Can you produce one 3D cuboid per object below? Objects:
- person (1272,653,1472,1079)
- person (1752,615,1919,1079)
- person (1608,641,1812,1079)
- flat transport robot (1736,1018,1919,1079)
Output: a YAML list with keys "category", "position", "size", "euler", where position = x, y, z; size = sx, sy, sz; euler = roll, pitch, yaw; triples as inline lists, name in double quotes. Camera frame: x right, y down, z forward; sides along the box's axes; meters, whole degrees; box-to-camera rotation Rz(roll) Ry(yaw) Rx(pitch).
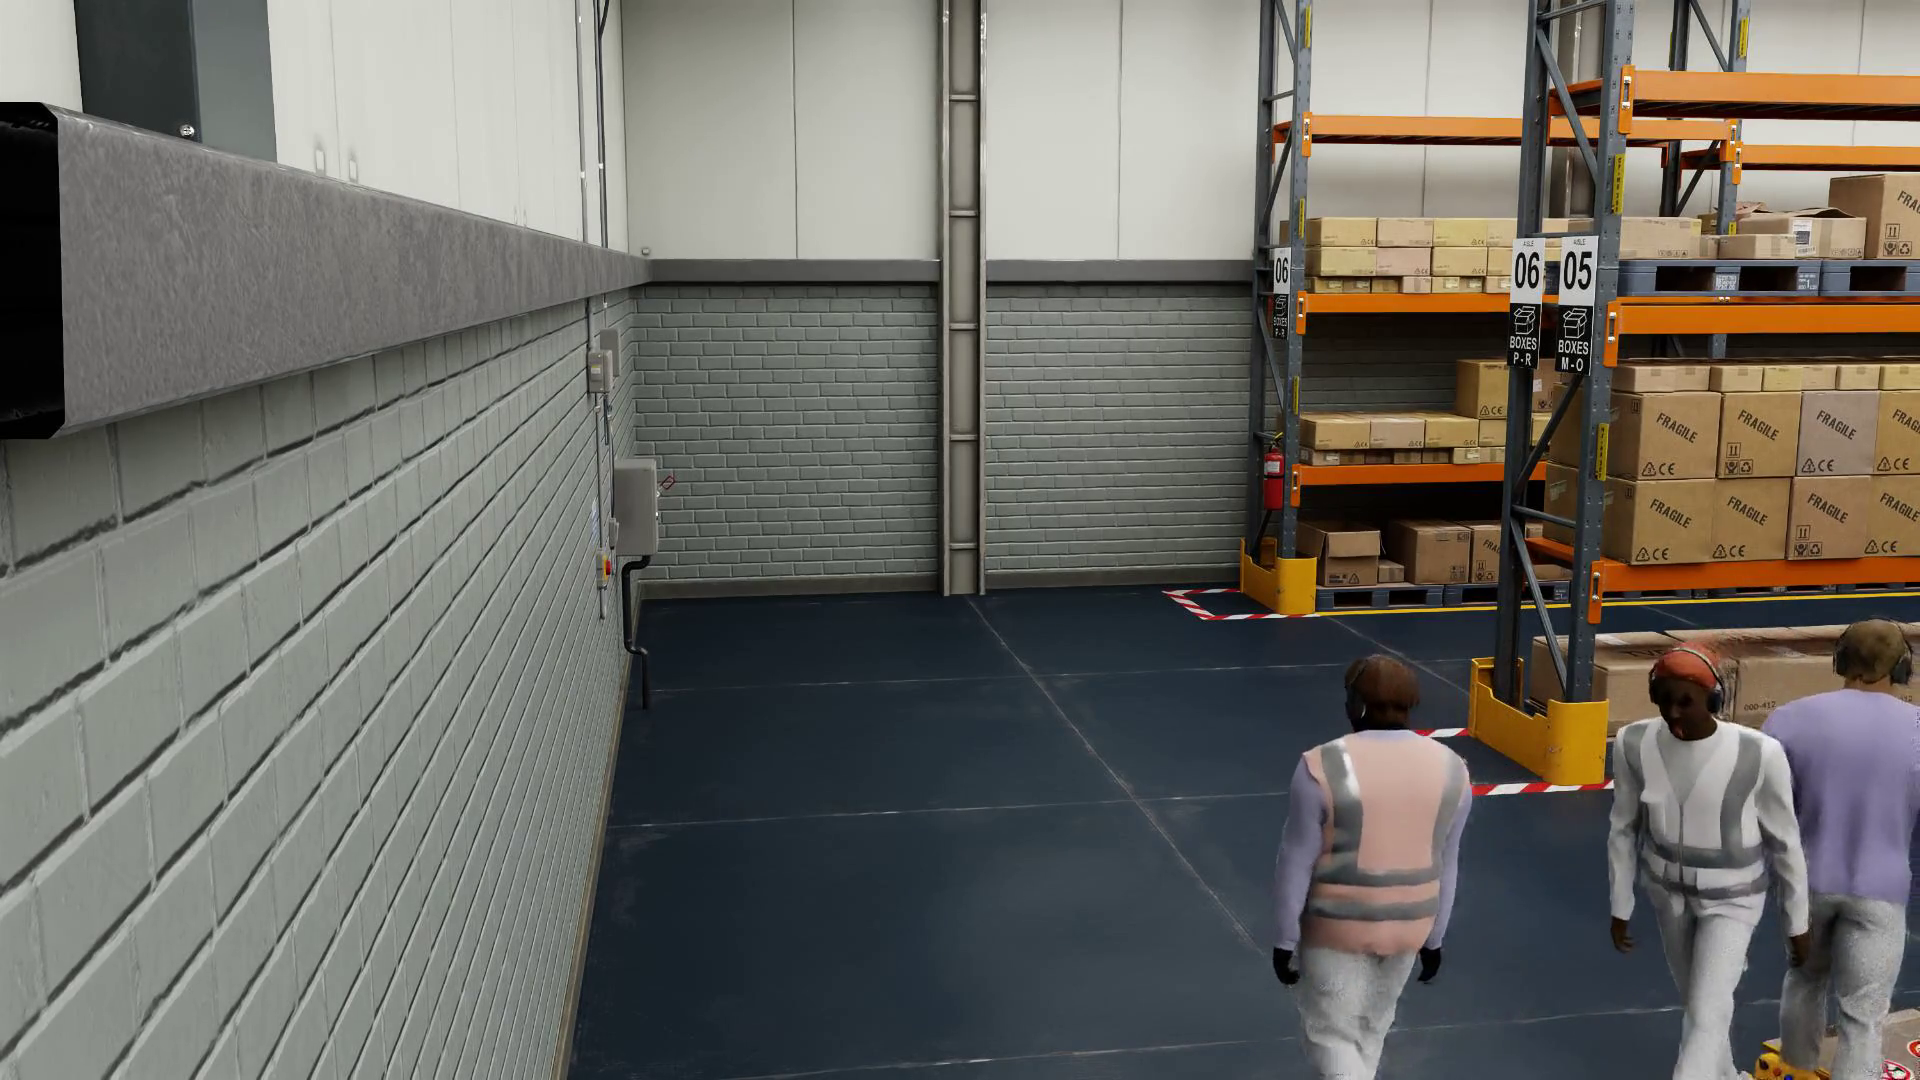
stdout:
- category: "person"
  position: [1.342, 1.284, 5.322]
  size: [0.650, 1.809, 0.734]
  euler: [-2, 9, -13]
- category: "person"
  position: [3.000, 1.207, 5.628]
  size: [0.669, 1.878, 0.756]
  euler: [6, 11, 33]
- category: "person"
  position: [2.446, 1.235, 5.543]
  size: [1.025, 1.827, 0.624]
  euler: [-8, 12, -39]
- category: "flat transport robot"
  position: [3.459, 1.945, 5.945]
  size: [1.431, 0.197, 0.652]
  euler: [-4, 10, -21]
